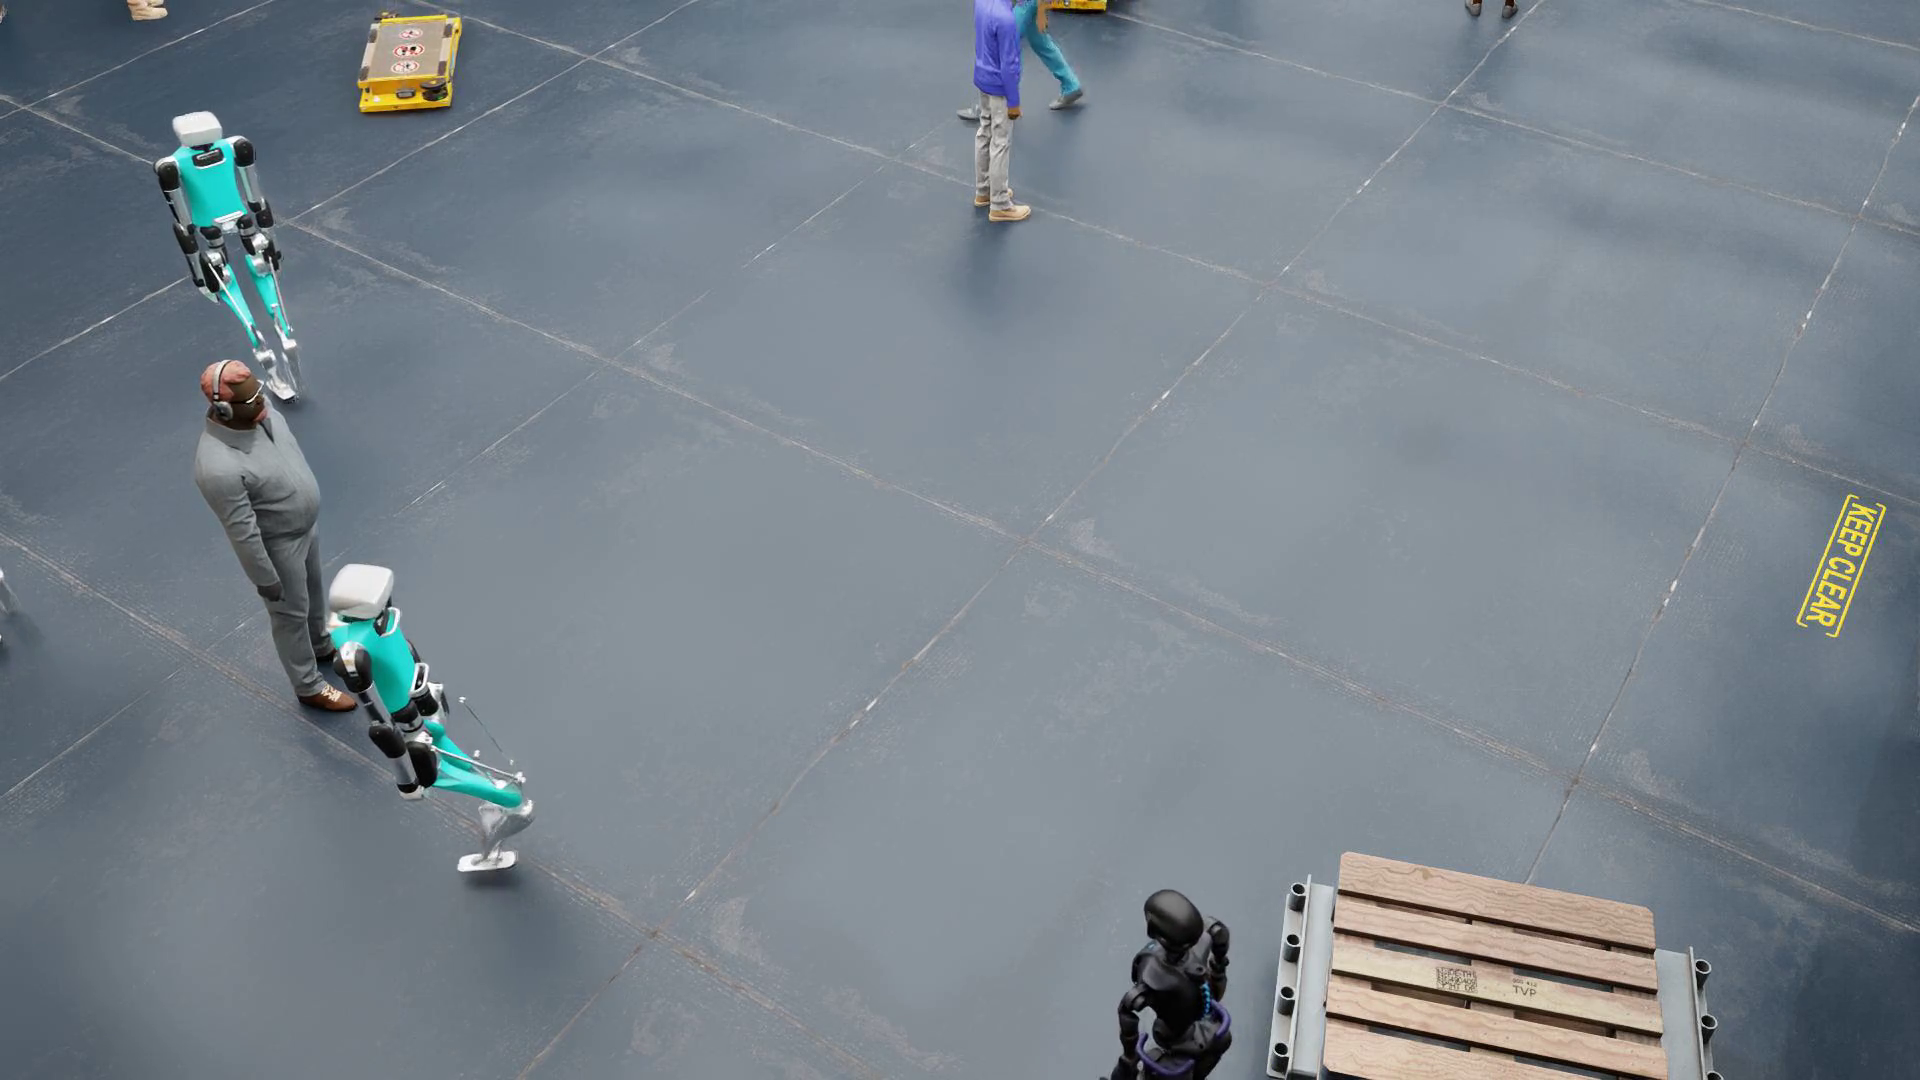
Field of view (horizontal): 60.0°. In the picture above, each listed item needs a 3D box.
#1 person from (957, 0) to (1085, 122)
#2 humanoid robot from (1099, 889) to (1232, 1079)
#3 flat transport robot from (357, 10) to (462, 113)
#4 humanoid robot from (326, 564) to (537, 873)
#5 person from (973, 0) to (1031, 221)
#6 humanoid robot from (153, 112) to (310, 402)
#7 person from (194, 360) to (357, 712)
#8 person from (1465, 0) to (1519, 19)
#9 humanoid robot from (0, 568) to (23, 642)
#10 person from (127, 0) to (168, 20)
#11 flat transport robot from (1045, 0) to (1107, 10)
[{"bbox_3d":[0.489,-3.921,12.030,0.979,1.787,0.581,-9,43,-10],"label":"person"},{"bbox_3d":[0.793,1.798,5.708,0.506,1.640,0.613,34,52,32],"label":"humanoid robot"},{"bbox_3d":[-4.283,-3.756,12.982,0.659,0.231,1.431,-6,42,-7],"label":"flat transport robot"},{"bbox_3d":[-2.028,0.835,6.808,0.728,1.881,0.540,-4,42,-4],"label":"humanoid robot"},{"bbox_3d":[0.266,-2.987,10.921,0.340,1.874,0.461,-16,44,-18],"label":"person"},{"bbox_3d":[-3.956,-1.432,9.354,0.551,1.894,0.740,-32,51,-31],"label":"humanoid robot"},{"bbox_3d":[-3.078,-0.027,7.582,0.408,1.906,0.651,-2,42,-2],"label":"person"},{"bbox_3d":[4.424,-5.112,13.247,0.555,1.939,0.418,9,43,10],"label":"person"},{"bbox_3d":[-4.848,-0.104,7.846,0.762,1.838,0.545,33,51,31],"label":"humanoid robot"},{"bbox_3d":[-6.799,-5.066,13.340,0.303,1.742,0.492,-17,45,-18],"label":"person"},{"bbox_3d":[0.966,-4.956,14.325,0.659,0.231,1.431,4,42,5],"label":"flat transport robot"}]
